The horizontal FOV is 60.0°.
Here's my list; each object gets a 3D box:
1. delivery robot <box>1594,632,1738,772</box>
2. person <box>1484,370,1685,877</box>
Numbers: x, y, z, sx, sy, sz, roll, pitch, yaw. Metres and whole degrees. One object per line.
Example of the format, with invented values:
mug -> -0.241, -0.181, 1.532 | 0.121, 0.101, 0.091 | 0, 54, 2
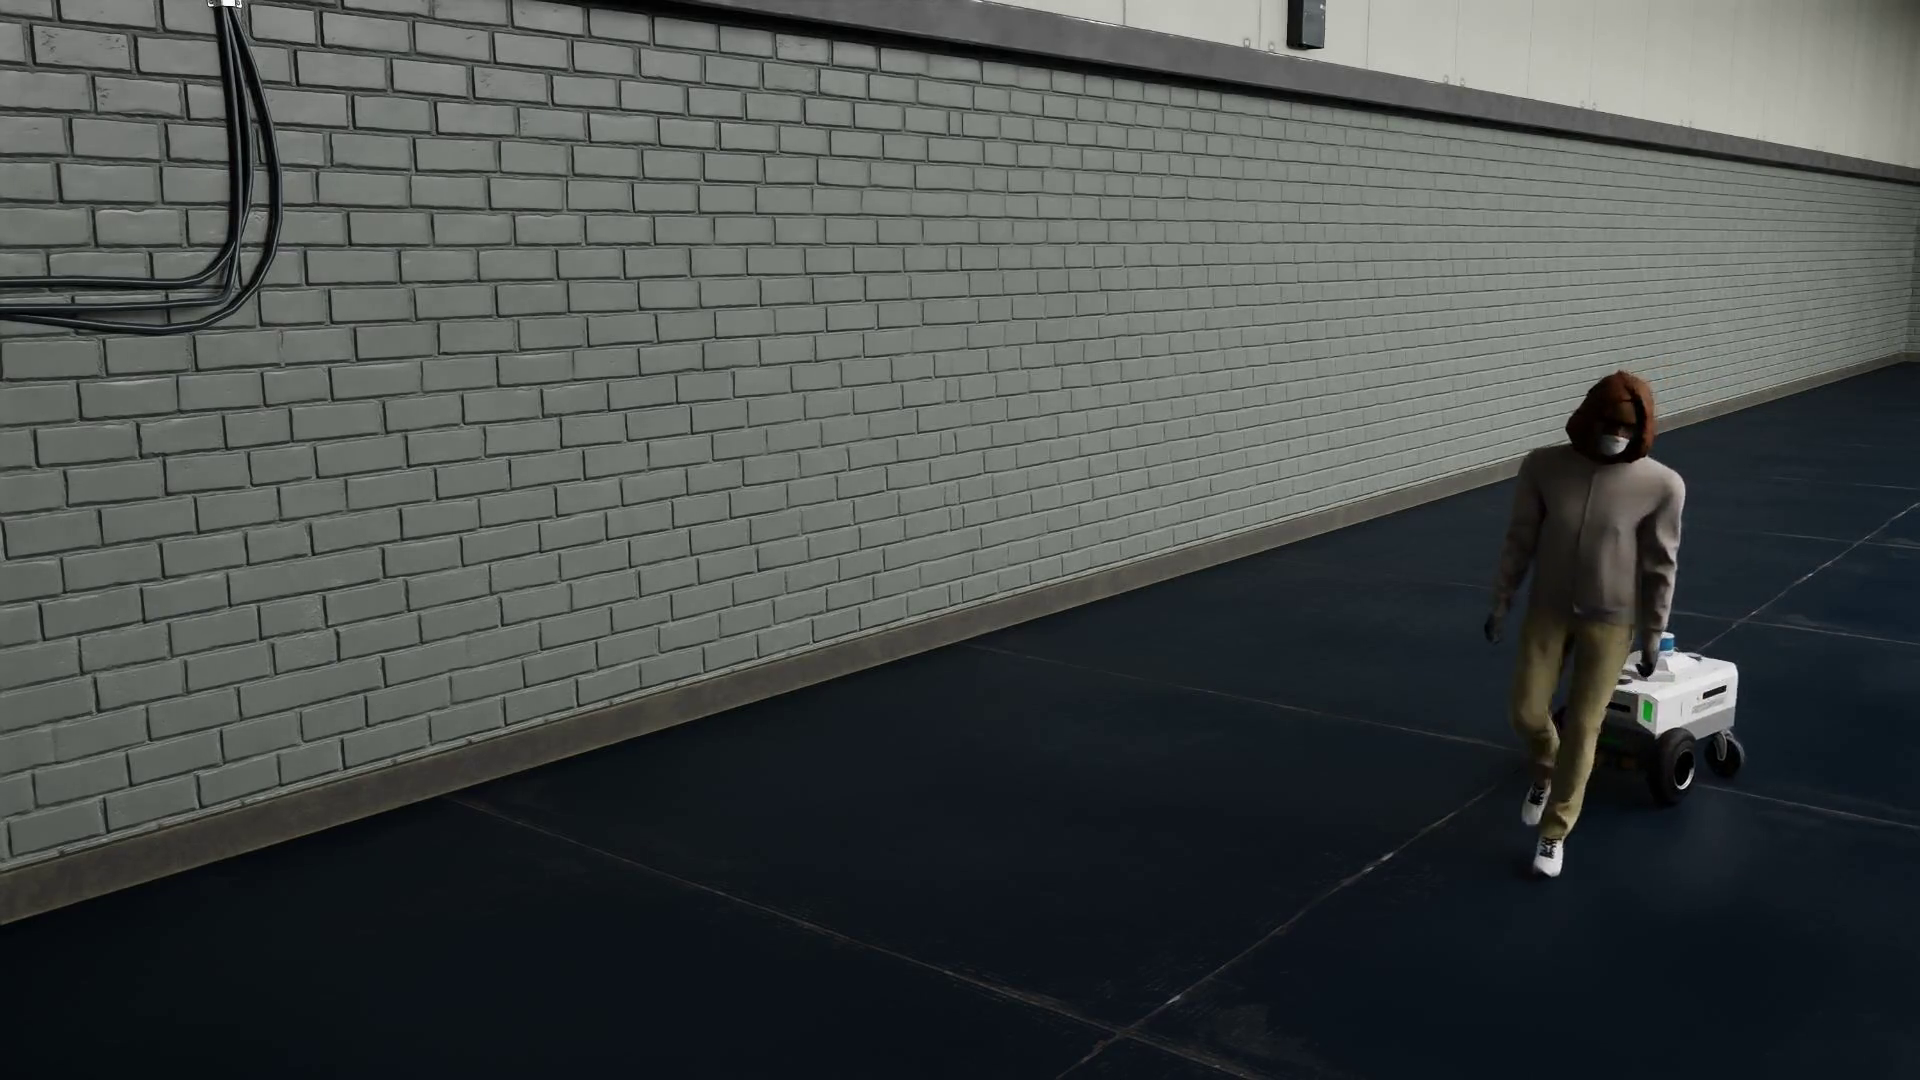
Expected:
delivery robot -> 2.610, 0.586, 6.243 | 0.707, 0.478, 0.477 | -8, 13, -39
person -> 1.970, 0.251, 5.284 | 0.569, 1.606, 0.453 | 6, 12, 30
